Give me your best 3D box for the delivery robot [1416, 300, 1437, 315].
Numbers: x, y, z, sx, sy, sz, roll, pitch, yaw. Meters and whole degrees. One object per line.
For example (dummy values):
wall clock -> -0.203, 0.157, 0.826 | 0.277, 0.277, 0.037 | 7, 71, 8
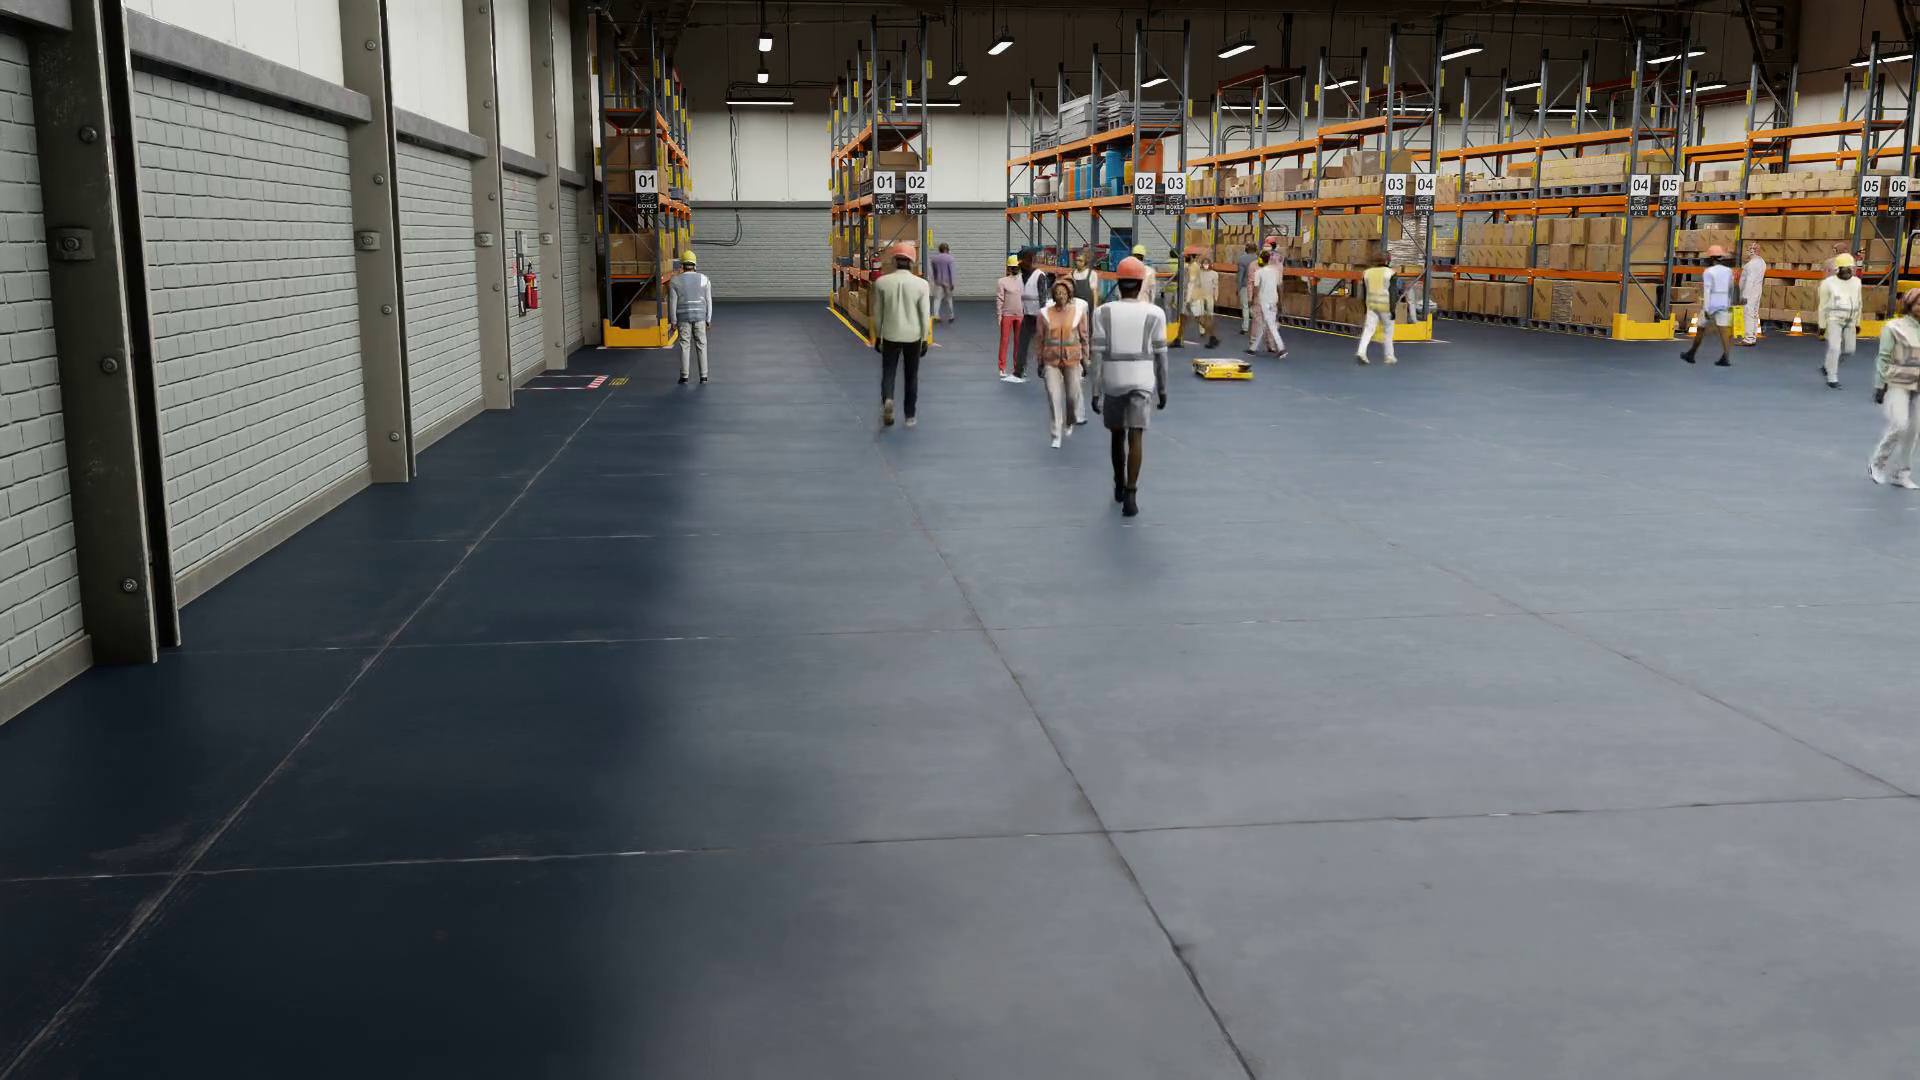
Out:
delivery robot -> 11.465, -5.750, 40.934 | 0.477, 0.478, 0.707 | -1, 10, -4

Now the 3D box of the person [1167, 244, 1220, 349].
person -> 4.279, -4.413, 30.217 | 0.986, 1.897, 0.563 | 1, 10, 6

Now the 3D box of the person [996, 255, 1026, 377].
person -> 0.784, -3.246, 24.144 | 0.533, 1.767, 0.327 | -4, 11, -23

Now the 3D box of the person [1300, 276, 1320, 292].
person -> 9.560, -7.268, 45.595 | 0.634, 1.980, 1.039 | 4, 11, 19

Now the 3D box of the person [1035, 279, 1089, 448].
person -> 0.994, -1.722, 16.171 | 0.524, 1.619, 0.576 | 1, 10, 4

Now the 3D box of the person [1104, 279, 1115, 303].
person -> 4.602, -8.199, 51.160 | 0.598, 1.818, 0.689 | 0, 10, -1

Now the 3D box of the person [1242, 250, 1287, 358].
person -> 5.151, -3.954, 27.971 | 0.529, 1.810, 1.070 | -8, 13, -36

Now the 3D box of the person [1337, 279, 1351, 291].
person -> 12.233, -8.480, 52.421 | 0.862, 1.922, 0.686 | -5, 11, -25

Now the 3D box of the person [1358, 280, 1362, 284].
person -> 12.265, -8.255, 51.093 | 0.797, 1.951, 0.657 | -8, 13, -37

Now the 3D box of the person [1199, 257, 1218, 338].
person -> 4.930, -4.870, 33.438 | 0.500, 1.623, 0.413 | 1, 10, 7

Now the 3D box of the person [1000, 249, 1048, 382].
person -> 1.060, -3.130, 23.282 | 0.988, 1.861, 0.695 | -8, 13, -36

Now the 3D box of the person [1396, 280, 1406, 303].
person -> 11.095, -6.443, 41.886 | 0.567, 1.676, 0.377 | 2, 11, 10

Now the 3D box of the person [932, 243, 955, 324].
person -> -0.393, -6.021, 39.059 | 0.639, 1.892, 0.958 | 5, 11, 25

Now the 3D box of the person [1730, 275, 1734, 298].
person -> 20.293, -6.840, 43.663 | 0.602, 1.824, 0.961 | -2, 11, -13

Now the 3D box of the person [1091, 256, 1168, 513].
person -> 1.266, -1.167, 12.438 | 0.567, 1.883, 1.012 | 2, 10, 9

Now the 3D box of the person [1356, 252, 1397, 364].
person -> 6.677, -3.699, 26.577 | 0.630, 1.798, 0.941 | 10, 14, 43

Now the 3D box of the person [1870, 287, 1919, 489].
person -> 7.642, -1.211, 13.375 | 0.520, 1.629, 0.367 | -2, 10, -10

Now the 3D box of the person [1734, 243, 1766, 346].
person -> 14.706, -4.559, 30.957 | 0.410, 1.909, 0.643 | 9, 14, 40

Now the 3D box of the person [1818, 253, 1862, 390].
person -> 11.747, -2.928, 22.264 | 0.608, 1.812, 0.521 | -2, 11, -10

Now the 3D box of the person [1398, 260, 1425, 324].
person -> 10.219, -5.699, 37.548 | 0.628, 1.794, 0.963 | -1, 10, -7

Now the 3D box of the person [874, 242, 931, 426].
person -> -0.619, -2.166, 17.641 | 0.623, 1.976, 0.760 | 1, 10, 4

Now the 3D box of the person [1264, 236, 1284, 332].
person -> 6.634, -5.486, 35.662 | 0.615, 2.041, 0.392 | -4, 11, -22

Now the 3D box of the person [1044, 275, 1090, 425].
person -> 1.157, -2.018, 17.843 | 0.539, 1.608, 0.775 | -1, 10, -7

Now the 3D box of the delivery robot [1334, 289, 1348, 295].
delivery robot -> 11.423, -7.279, 49.316 | 0.707, 0.478, 0.477 | -6, 12, -29

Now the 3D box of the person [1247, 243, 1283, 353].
person -> 5.357, -4.232, 29.163 | 0.651, 1.907, 0.409 | -1, 10, -5

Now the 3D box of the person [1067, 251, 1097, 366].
person -> 1.889, -3.574, 25.862 | 0.540, 1.795, 0.957 | 3, 11, 18

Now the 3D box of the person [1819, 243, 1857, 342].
person -> 16.979, -4.791, 32.228 | 0.642, 1.909, 0.399 | 1, 10, 3

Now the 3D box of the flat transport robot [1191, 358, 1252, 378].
flat transport robot -> 3.799, -2.510, 24.210 | 0.652, 0.197, 1.431 | 0, 10, -1

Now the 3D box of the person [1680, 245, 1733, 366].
person -> 11.952, -3.721, 26.426 | 0.552, 1.881, 1.005 | -2, 11, -12

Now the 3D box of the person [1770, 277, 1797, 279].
person -> 19.474, -6.139, 39.250 | 0.684, 2.000, 0.538 | 0, 10, 0

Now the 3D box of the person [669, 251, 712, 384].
person -> -3.718, -3.065, 22.968 | 0.589, 1.833, 0.404 | -4, 11, -20

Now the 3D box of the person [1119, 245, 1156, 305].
person -> 2.765, -3.704, 26.302 | 0.603, 1.887, 0.857 | -1, 10, -4

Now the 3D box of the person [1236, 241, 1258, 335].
person -> 6.002, -5.208, 34.420 | 0.636, 1.938, 0.355 | -4, 11, -19

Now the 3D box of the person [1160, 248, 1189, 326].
person -> 4.641, -5.422, 36.000 | 0.640, 1.795, 0.983 | 0, 10, -3
